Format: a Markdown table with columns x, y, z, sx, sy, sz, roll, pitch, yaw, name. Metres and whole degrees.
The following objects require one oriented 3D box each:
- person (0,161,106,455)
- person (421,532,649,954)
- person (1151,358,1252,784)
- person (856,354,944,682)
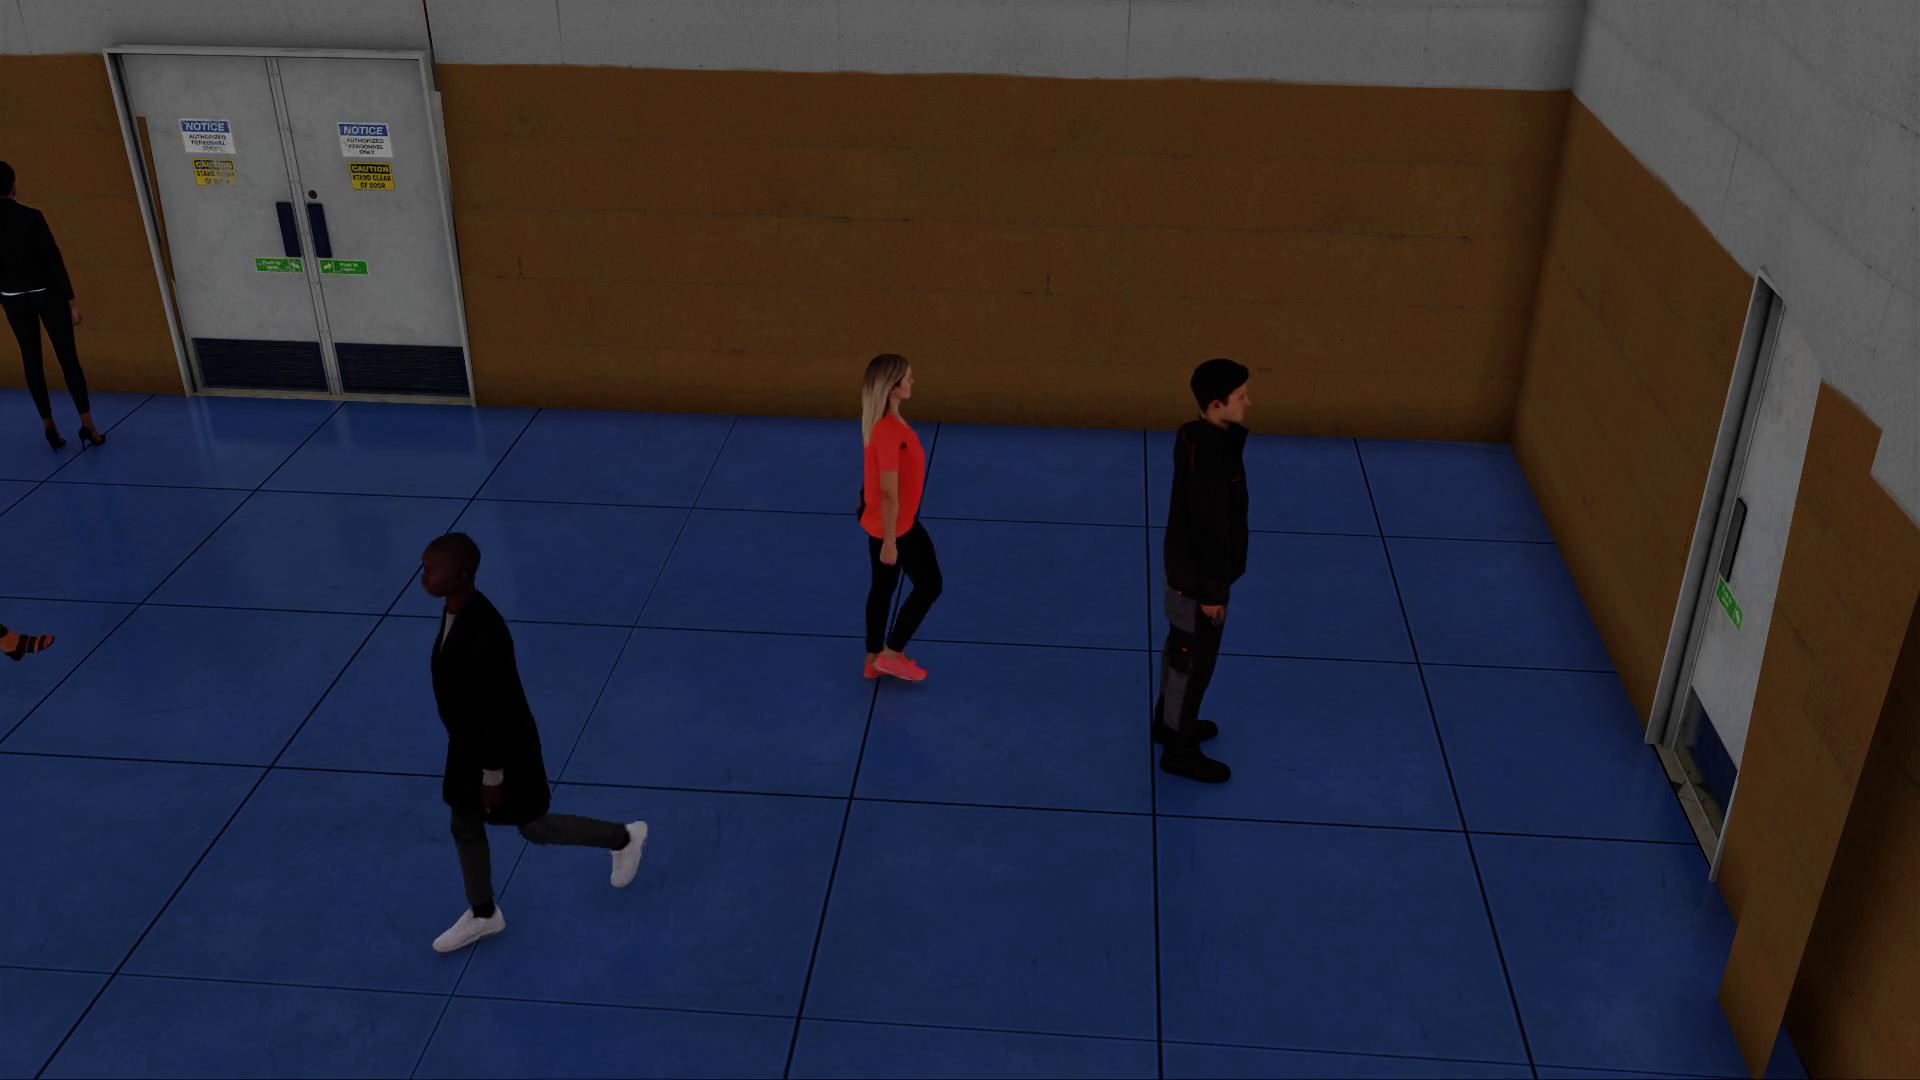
| x | y | z | sx | sy | sz | roll | pitch | yaw | name |
| --- | --- | --- | --- | --- | --- | --- | --- | --- | --- |
| -5.598 | -1.402 | 10.083 | 0.623 | 1.837 | 0.566 | -2 | 29 | -4 | person |
| -1.657 | 0.751 | 6.252 | 1.161 | 1.729 | 1.141 | -19 | 34 | -31 | person |
| 1.028 | 0.119 | 7.185 | 0.755 | 1.945 | 0.520 | 1 | 29 | 2 | person |
| -0.418 | -0.060 | 7.784 | 0.745 | 1.683 | 0.637 | -6 | 29 | -11 | person |
